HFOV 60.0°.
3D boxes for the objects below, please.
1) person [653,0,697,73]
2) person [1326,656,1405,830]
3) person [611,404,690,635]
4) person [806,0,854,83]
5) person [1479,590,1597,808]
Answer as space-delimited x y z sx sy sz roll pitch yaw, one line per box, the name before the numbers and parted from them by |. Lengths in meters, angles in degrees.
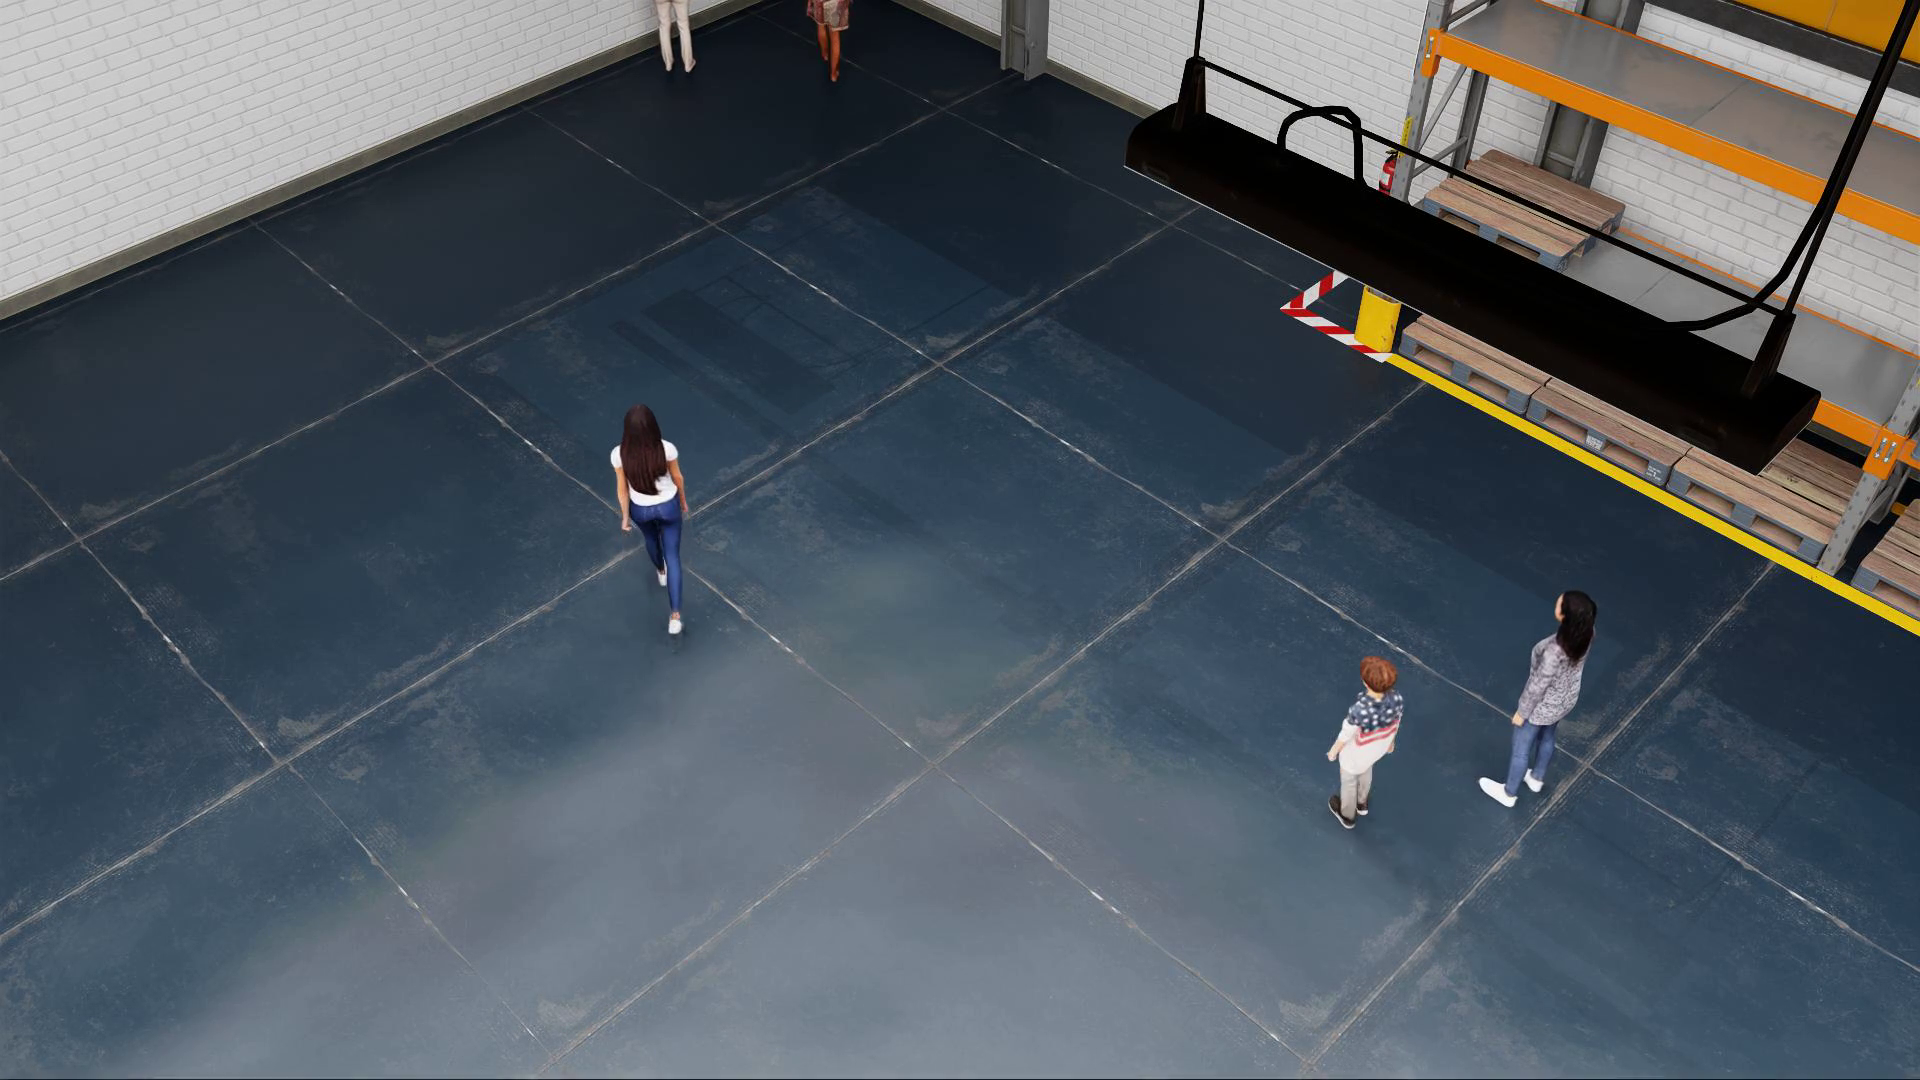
person | -2.968 -5.625 16.981 0.663 1.725 0.716 -1 44 -2
person | 2.461 1.257 9.967 0.605 1.435 0.598 -17 46 -17
person | -2.041 -0.120 11.193 1.046 1.737 1.181 -4 44 -5
person | -1.338 -5.433 16.852 0.950 1.625 1.009 0 44 0
person | 3.561 0.965 10.059 0.644 1.731 0.575 -27 50 -26
